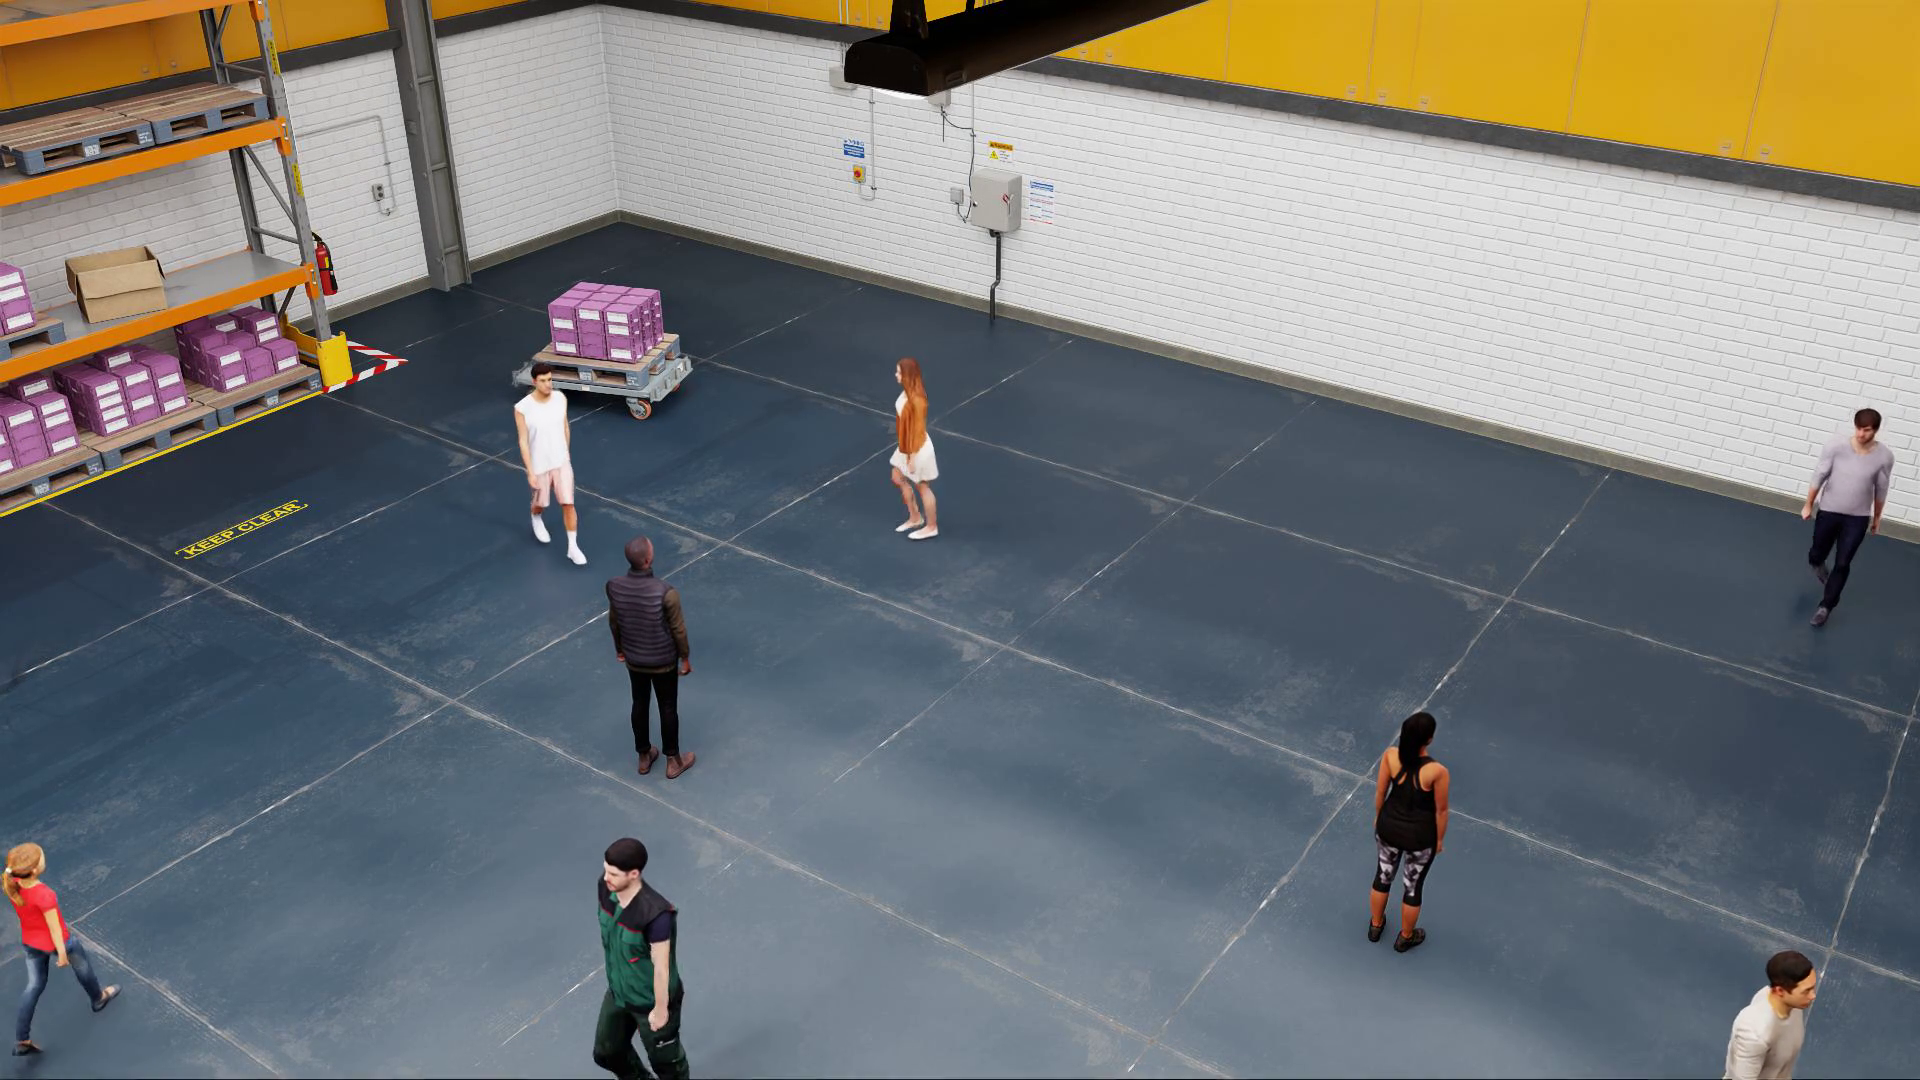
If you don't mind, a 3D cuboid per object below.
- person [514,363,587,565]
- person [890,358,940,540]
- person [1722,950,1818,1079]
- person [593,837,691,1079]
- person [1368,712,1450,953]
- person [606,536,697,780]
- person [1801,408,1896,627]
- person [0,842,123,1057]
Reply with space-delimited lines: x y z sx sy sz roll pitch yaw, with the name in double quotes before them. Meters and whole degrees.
"person" -3.508 -0.688 14.027 1.129 1.765 0.984 -17 33 -28
"person" -0.294 -0.788 14.275 0.822 1.704 0.767 -6 29 -11
"person" 3.716 2.638 7.882 0.754 1.812 0.571 24 36 36
"person" -1.548 2.249 8.516 0.686 1.887 0.660 21 35 33
"person" 2.624 1.697 9.767 0.576 1.659 0.499 19 34 31
"person" -2.096 0.788 11.248 0.765 1.836 0.689 8 30 15
"person" 7.013 -0.244 13.171 0.737 1.806 1.061 15 32 25
"person" -5.078 2.253 9.135 0.663 1.286 0.966 8 30 14
